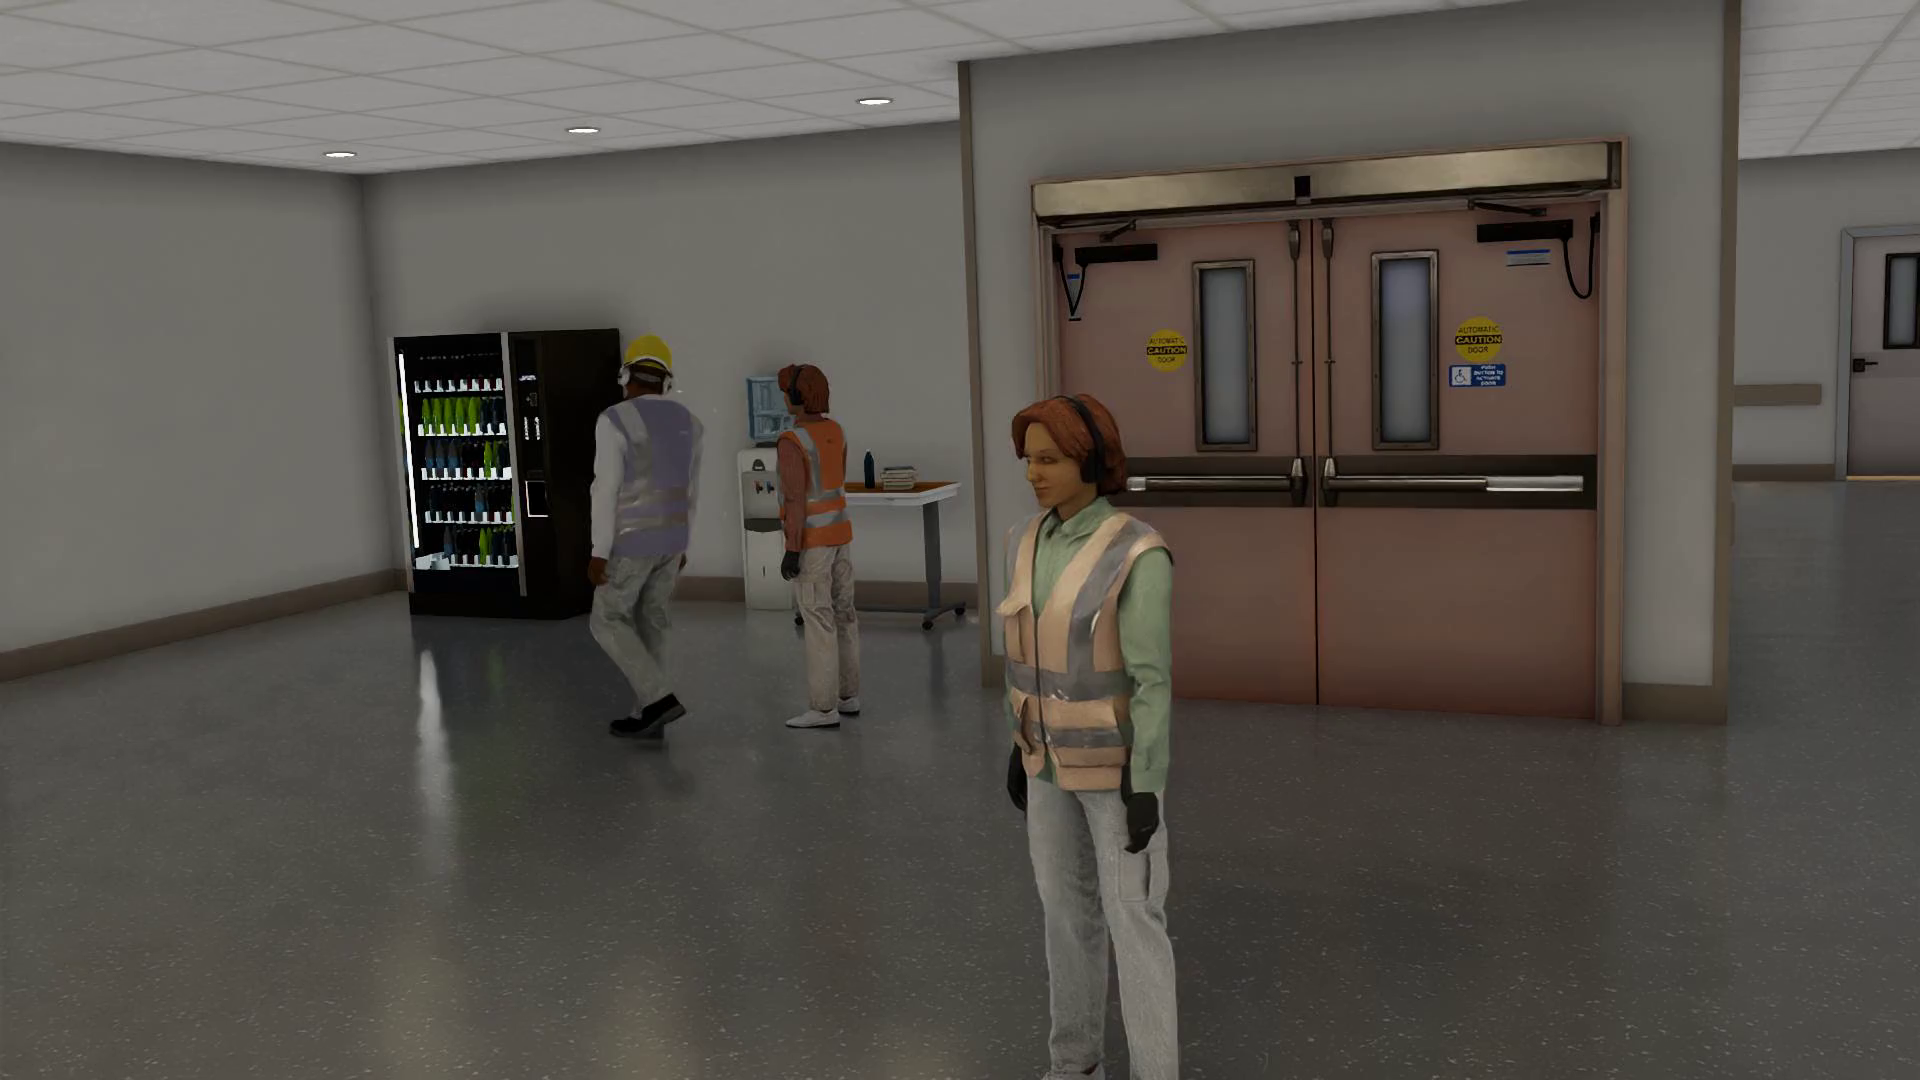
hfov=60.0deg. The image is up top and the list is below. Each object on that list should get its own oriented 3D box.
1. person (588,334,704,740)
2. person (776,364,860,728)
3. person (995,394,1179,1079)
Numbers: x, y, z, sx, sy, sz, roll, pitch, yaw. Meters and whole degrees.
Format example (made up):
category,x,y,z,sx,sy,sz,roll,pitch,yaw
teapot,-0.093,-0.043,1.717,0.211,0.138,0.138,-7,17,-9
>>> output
category,x,y,z,sx,sy,sz,roll,pitch,yaw
person,-1.390,0.007,7.289,0.418,1.801,0.645,2,9,32
person,-0.647,0.027,7.496,0.314,1.641,0.515,1,8,24
person,0.277,0.504,3.583,0.310,1.633,0.515,-8,9,-35
